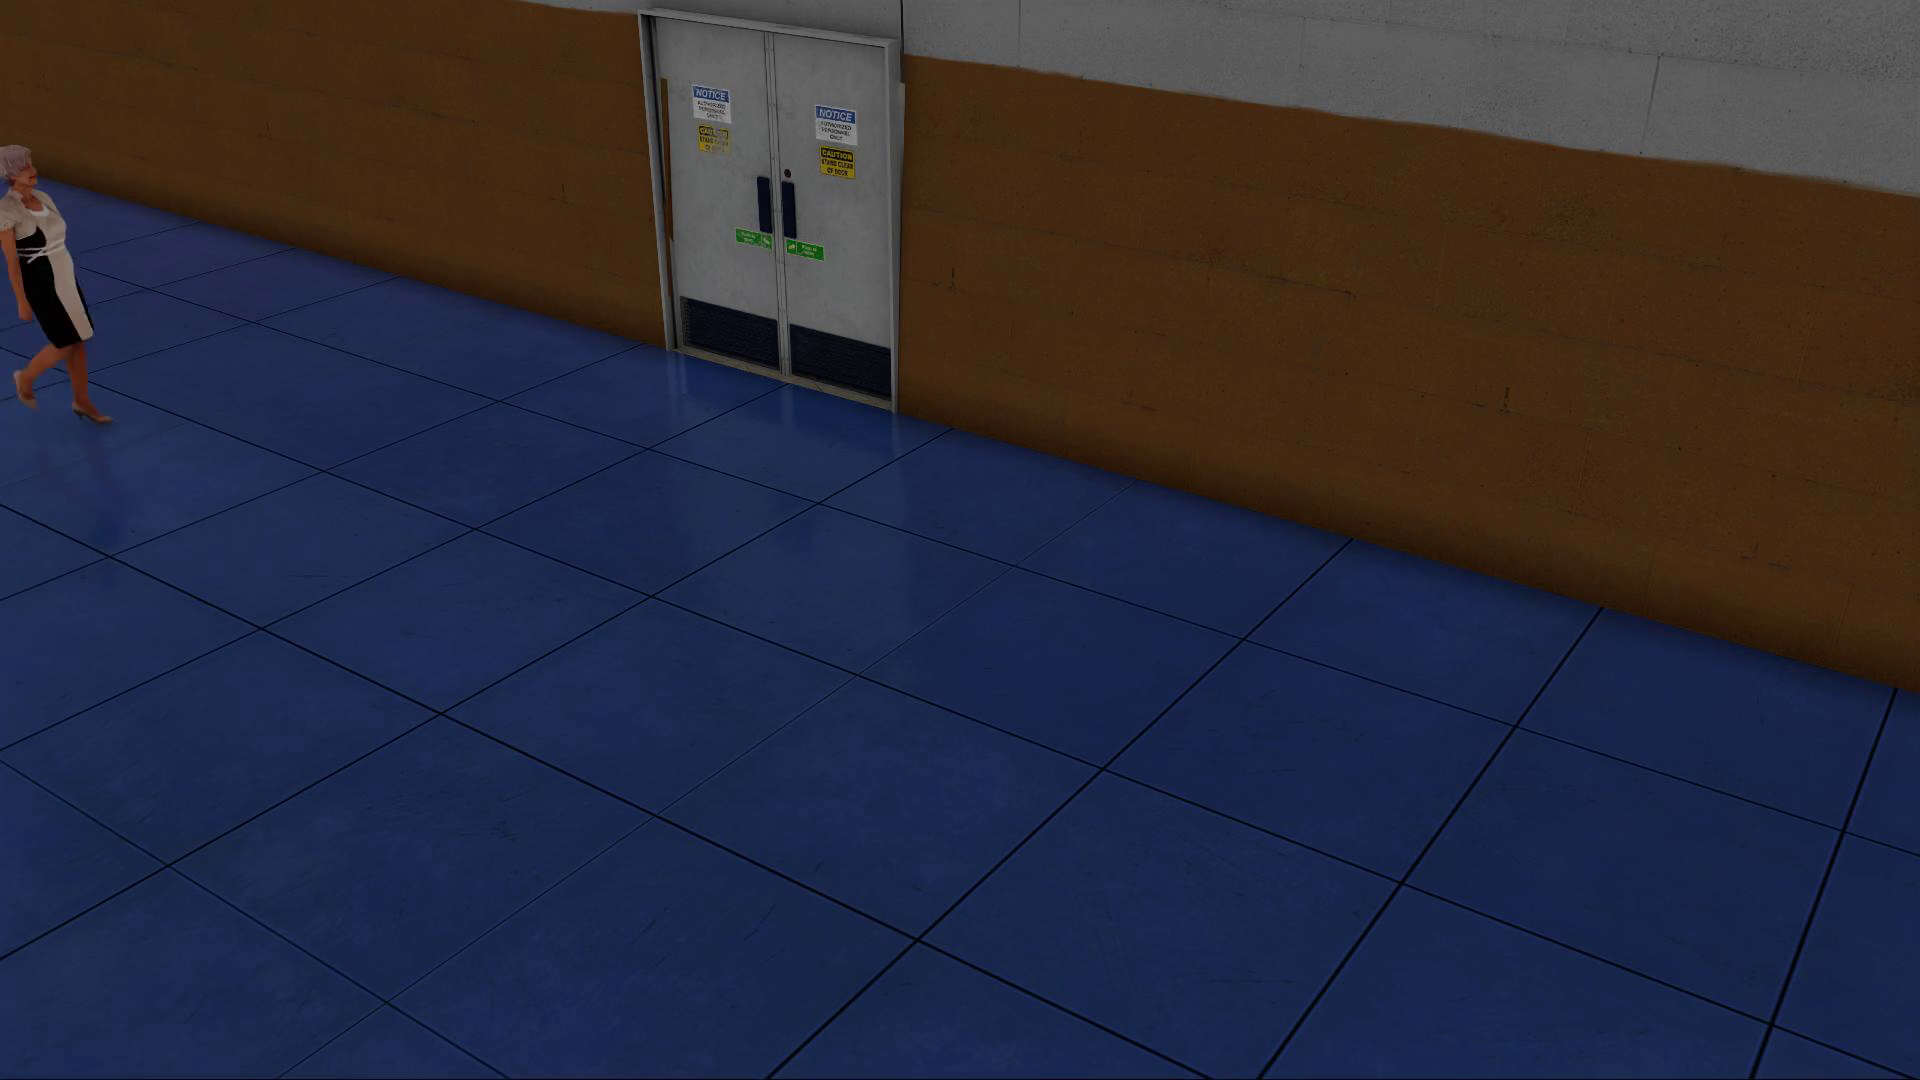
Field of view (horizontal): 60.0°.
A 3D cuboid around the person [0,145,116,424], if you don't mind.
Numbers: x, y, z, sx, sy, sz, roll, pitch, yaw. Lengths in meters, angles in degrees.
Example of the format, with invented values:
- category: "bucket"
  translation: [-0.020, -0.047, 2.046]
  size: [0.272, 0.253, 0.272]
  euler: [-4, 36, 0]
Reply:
- category: "person"
  translation: [-5.578, -1.508, 10.054]
  size: [0.911, 1.743, 0.903]
  euler: [2, 27, 3]
